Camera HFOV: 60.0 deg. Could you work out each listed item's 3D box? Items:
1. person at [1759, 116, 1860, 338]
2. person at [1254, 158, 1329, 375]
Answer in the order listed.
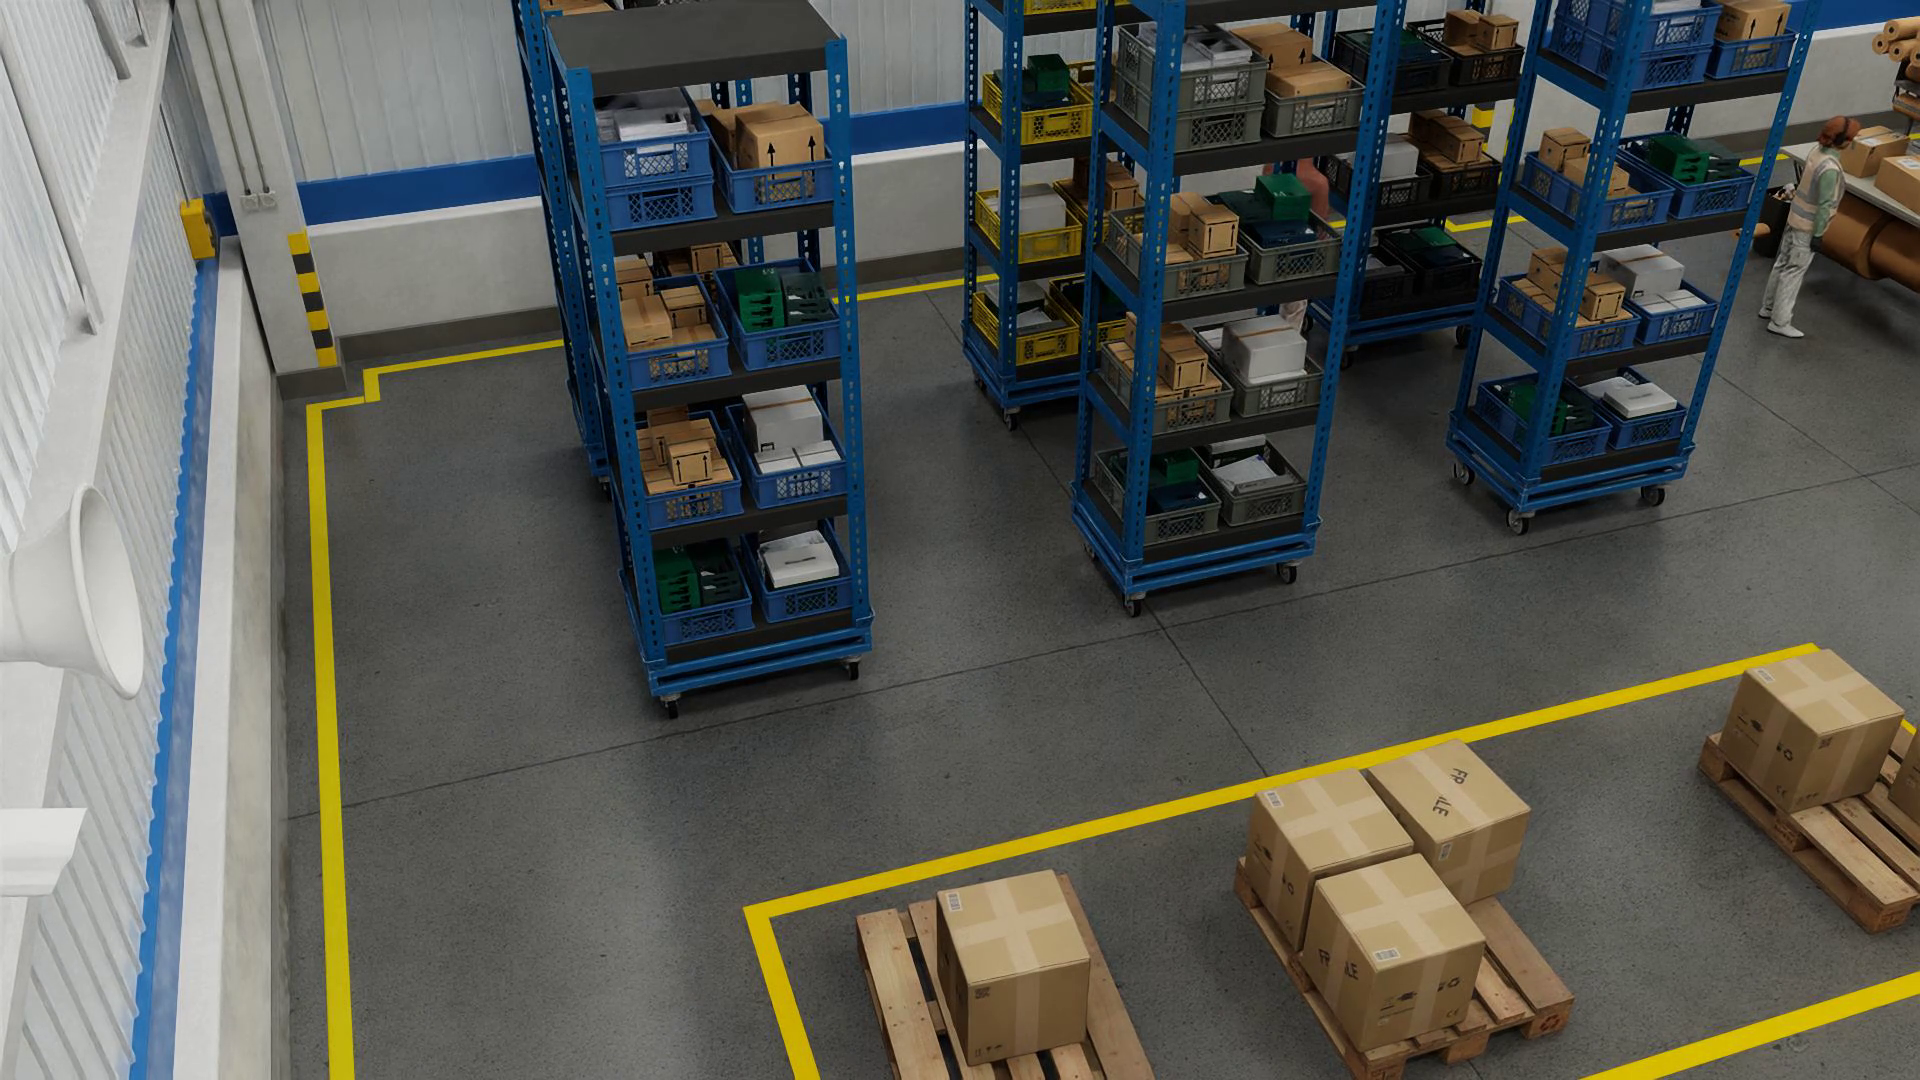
[{"bbox_3d":[6.170,-2.287,12.097,0.307,1.638,0.511,6,36,8],"label":"person"},{"bbox_3d":[2.277,-1.977,11.359,0.392,1.985,0.609,-21,40,-27],"label":"person"}]
